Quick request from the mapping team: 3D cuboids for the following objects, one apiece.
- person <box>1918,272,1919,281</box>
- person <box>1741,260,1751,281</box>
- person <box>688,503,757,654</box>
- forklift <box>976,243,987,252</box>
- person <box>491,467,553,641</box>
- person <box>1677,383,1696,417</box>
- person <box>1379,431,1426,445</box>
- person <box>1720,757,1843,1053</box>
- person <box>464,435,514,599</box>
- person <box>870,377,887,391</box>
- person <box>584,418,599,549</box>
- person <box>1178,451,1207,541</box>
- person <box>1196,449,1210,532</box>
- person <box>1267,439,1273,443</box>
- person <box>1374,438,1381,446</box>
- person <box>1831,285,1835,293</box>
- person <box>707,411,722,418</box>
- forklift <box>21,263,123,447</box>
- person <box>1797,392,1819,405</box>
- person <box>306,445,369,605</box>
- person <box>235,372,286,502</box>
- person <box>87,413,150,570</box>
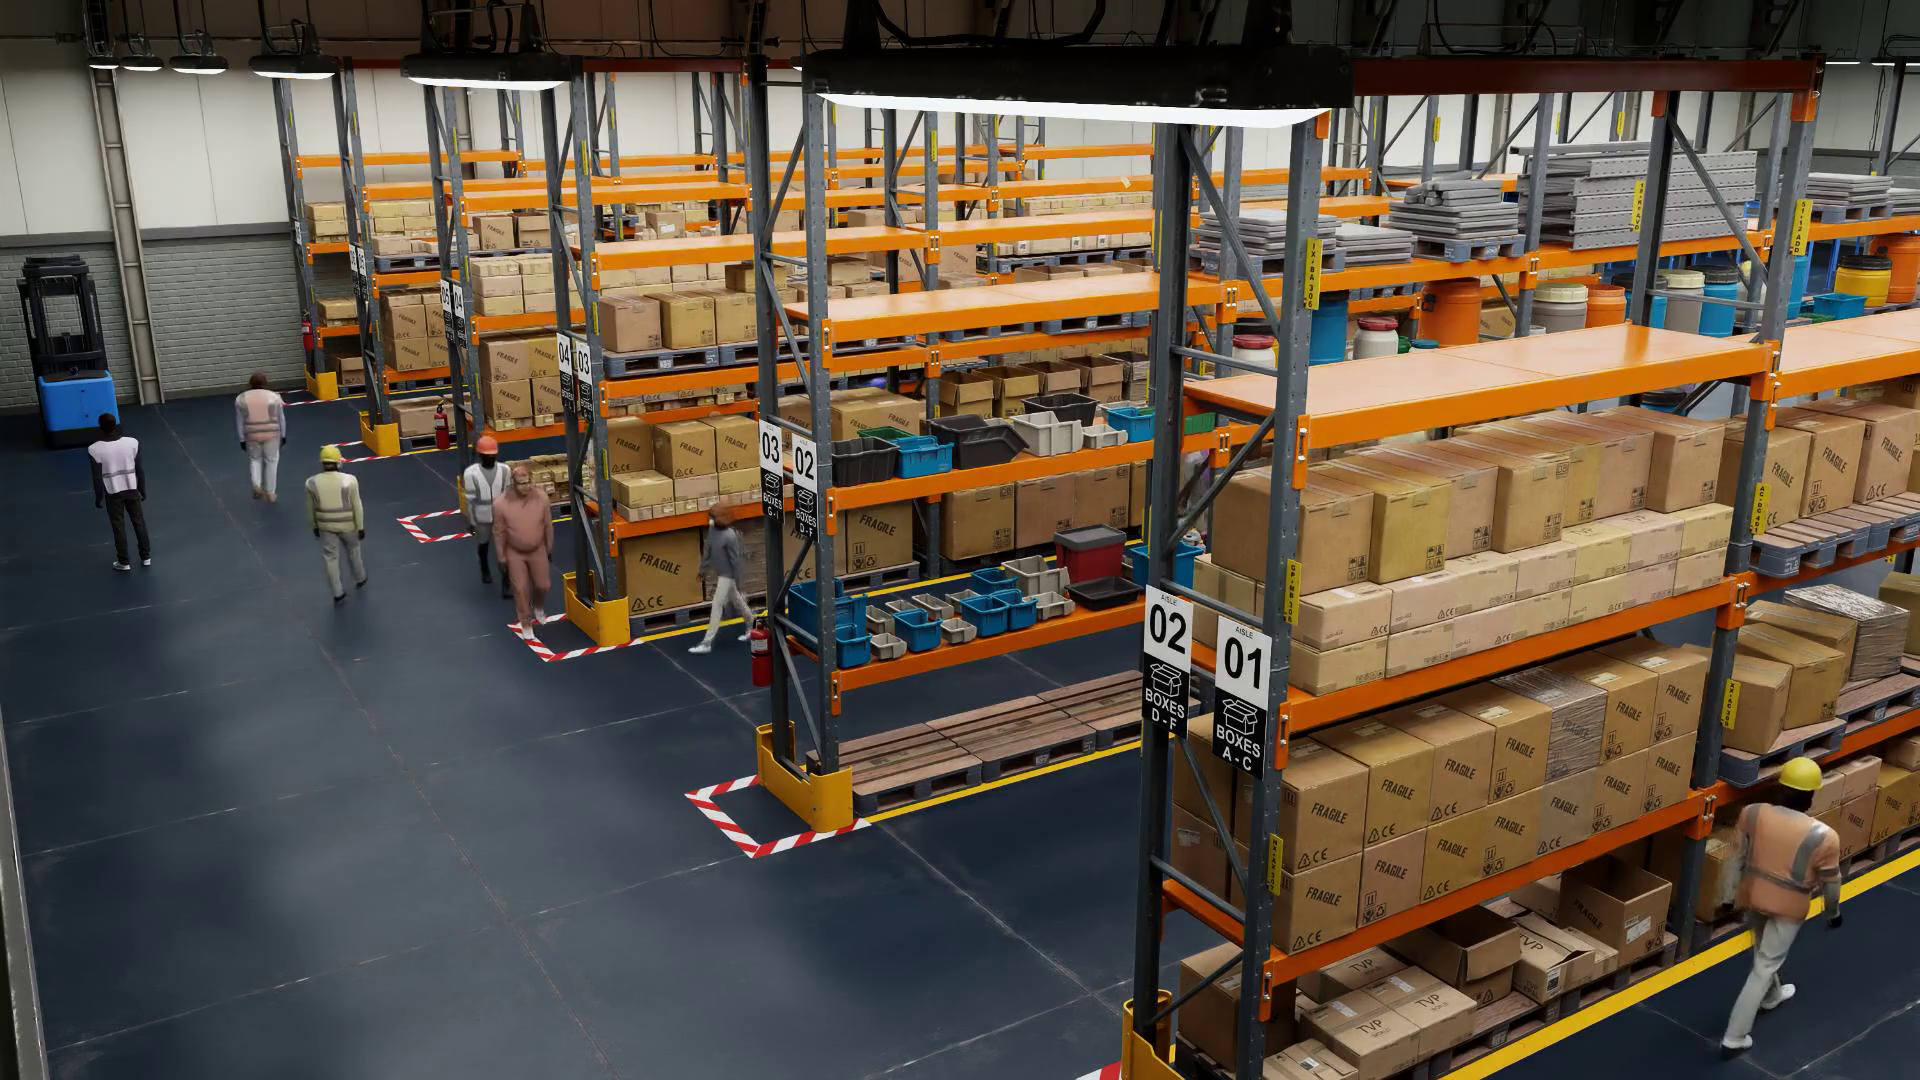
[{"bbox_3d":[21.469,-5.520,35.608,0.916,1.727,0.530,-1,17,-2],"label":"person"},{"bbox_3d":[18.117,-5.706,36.041,0.529,1.818,0.658,-7,18,-22],"label":"person"},{"bbox_3d":[-2.480,0.364,16.535,0.877,1.583,0.508,-10,20,-31],"label":"person"},{"bbox_3d":[0.988,-5.474,34.718,1.214,2.155,2.313,-10,20,-31],"label":"forklift"},{"bbox_3d":[-4.640,0.119,16.827,0.640,1.887,0.470,-8,19,-25],"label":"person"},{"bbox_3d":[10.776,-2.002,23.718,0.585,1.924,0.375,-11,20,-32],"label":"person"},{"bbox_3d":[5.393,-0.768,19.592,0.925,1.960,0.608,-13,21,-37],"label":"person"},{"bbox_3d":[5.115,2.251,9.857,0.978,1.880,0.599,-11,20,-31],"label":"person"},{"bbox_3d":[-5.451,-0.329,18.275,0.554,1.911,0.888,-8,19,-24],"label":"person"},{"bbox_3d":[-1.070,-1.227,21.153,0.642,1.933,0.520,16,23,42],"label":"person"},{"bbox_3d":[-4.442,-0.699,19.553,0.469,1.864,0.618,-12,21,-34],"label":"person"},{"bbox_3d":[2.734,-0.478,18.901,0.889,1.813,0.542,1,17,3],"label":"person"},{"bbox_3d":[3.020,-0.776,19.817,0.620,1.874,0.637,-15,23,-41],"label":"person"},{"bbox_3d":[5.022,-2.317,24.726,0.370,1.939,0.543,-13,21,-36],"label":"person"},{"bbox_3d":[5.688,-1.074,20.757,1.037,1.891,0.640,-13,21,-37],"label":"person"},{"bbox_3d":[16.378,-3.834,29.657,0.366,1.967,0.606,-6,18,-18],"label":"person"},{"bbox_3d":[-3.159,-0.879,20.527,0.280,1.633,0.500,-8,19,-25],"label":"person"},{"bbox_3d":[-14.518,-3.079,25.708,1.129,2.768,1.873,-10,20,-31],"label":"forklift"},{"bbox_3d":[12.601,-1.931,23.570,0.324,1.876,0.526,3,17,9],"label":"person"},{"bbox_3d":[-7.107,-0.219,18.082,0.621,1.792,0.872,-2,17,-8],"label":"person"},{"bbox_3d":[-9.748,-1.444,22.079,0.636,1.818,0.454,-5,18,-15],"label":"person"},{"bbox_3d":[-10.161,-0.588,19.102,0.391,1.913,0.587,16,23,42],"label":"person"}]
